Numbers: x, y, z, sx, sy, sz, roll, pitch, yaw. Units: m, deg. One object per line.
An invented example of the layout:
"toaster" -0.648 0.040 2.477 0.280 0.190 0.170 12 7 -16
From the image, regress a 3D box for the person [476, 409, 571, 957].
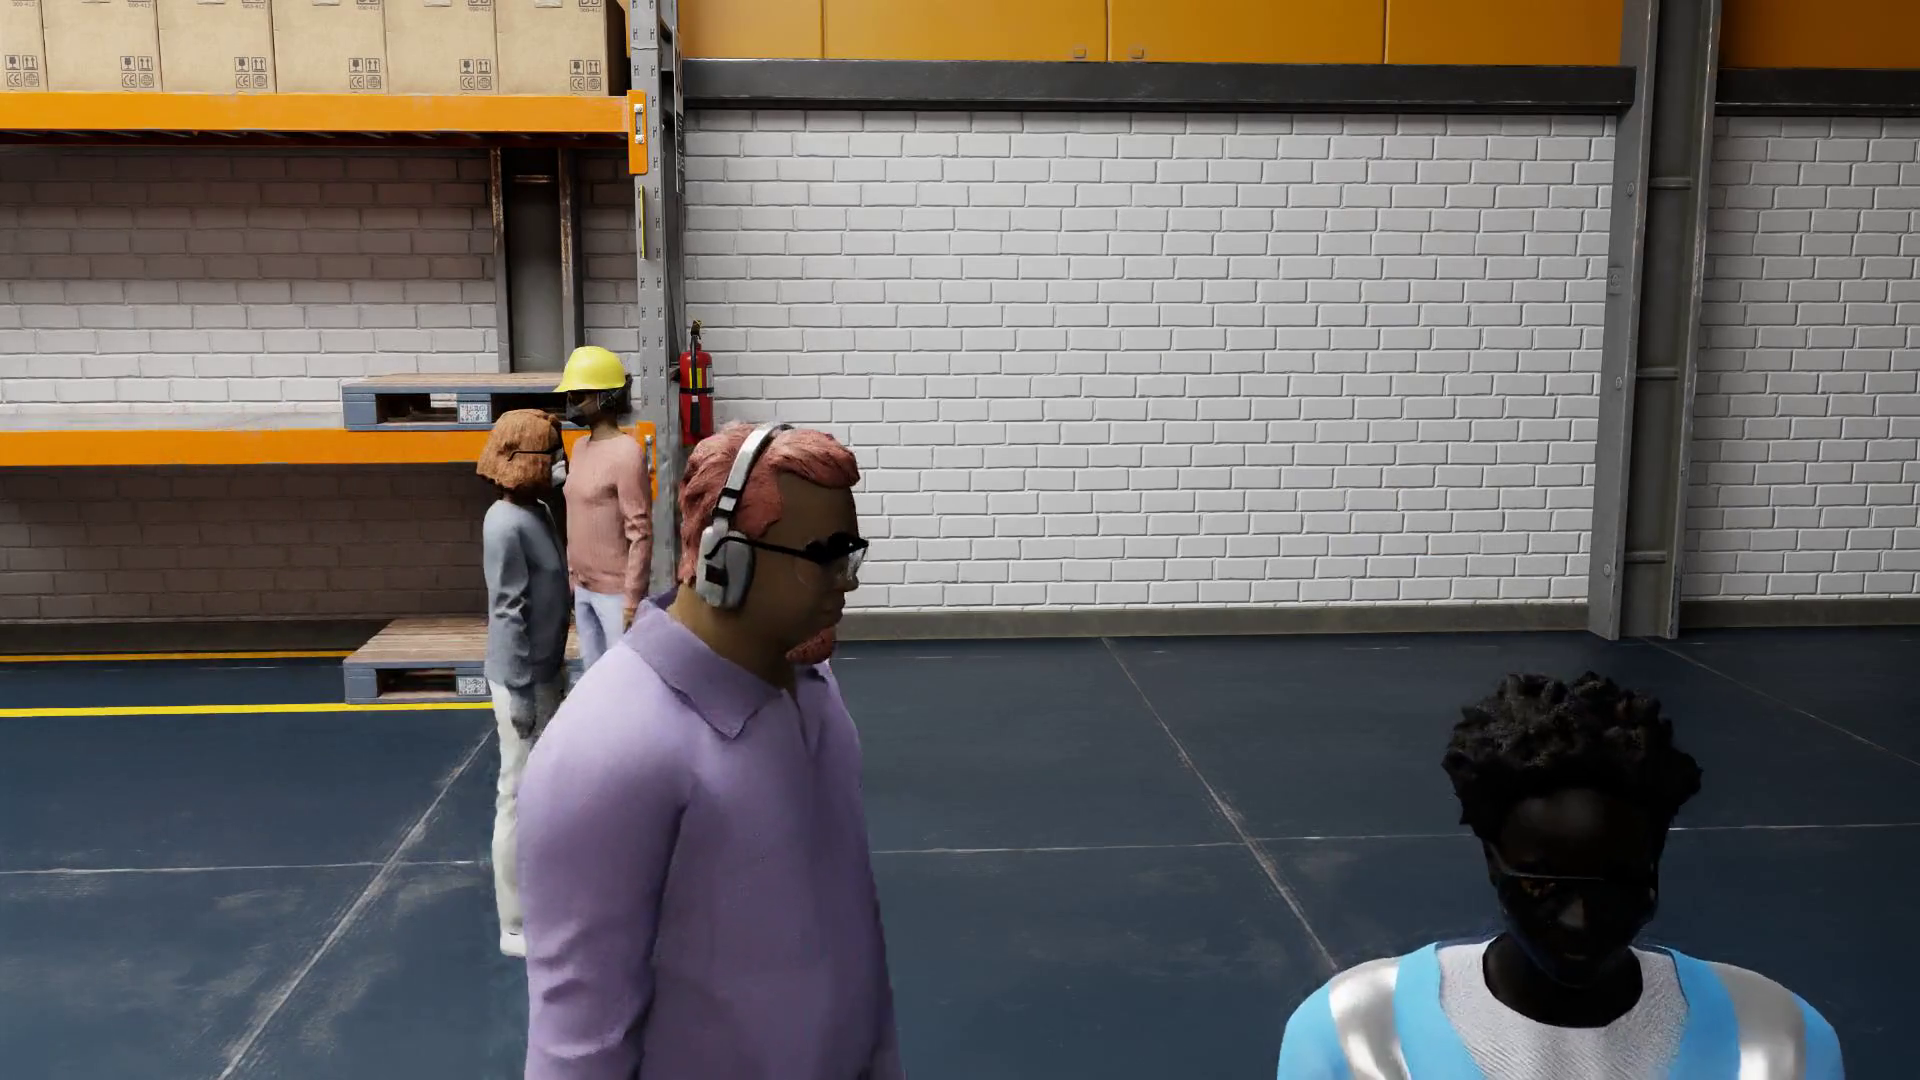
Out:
"person" -1.276 0.423 4.976 0.278 1.633 0.507 -1 9 -4

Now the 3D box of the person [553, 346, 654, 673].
"person" -1.308 0.179 6.099 0.311 1.768 0.533 -7 11 -38

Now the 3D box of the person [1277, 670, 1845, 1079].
"person" 0.530 0.953 1.529 0.553 1.658 0.805 2 9 12

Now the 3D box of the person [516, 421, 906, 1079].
"person" -0.285 0.767 2.176 1.040 1.845 0.651 2 9 15
